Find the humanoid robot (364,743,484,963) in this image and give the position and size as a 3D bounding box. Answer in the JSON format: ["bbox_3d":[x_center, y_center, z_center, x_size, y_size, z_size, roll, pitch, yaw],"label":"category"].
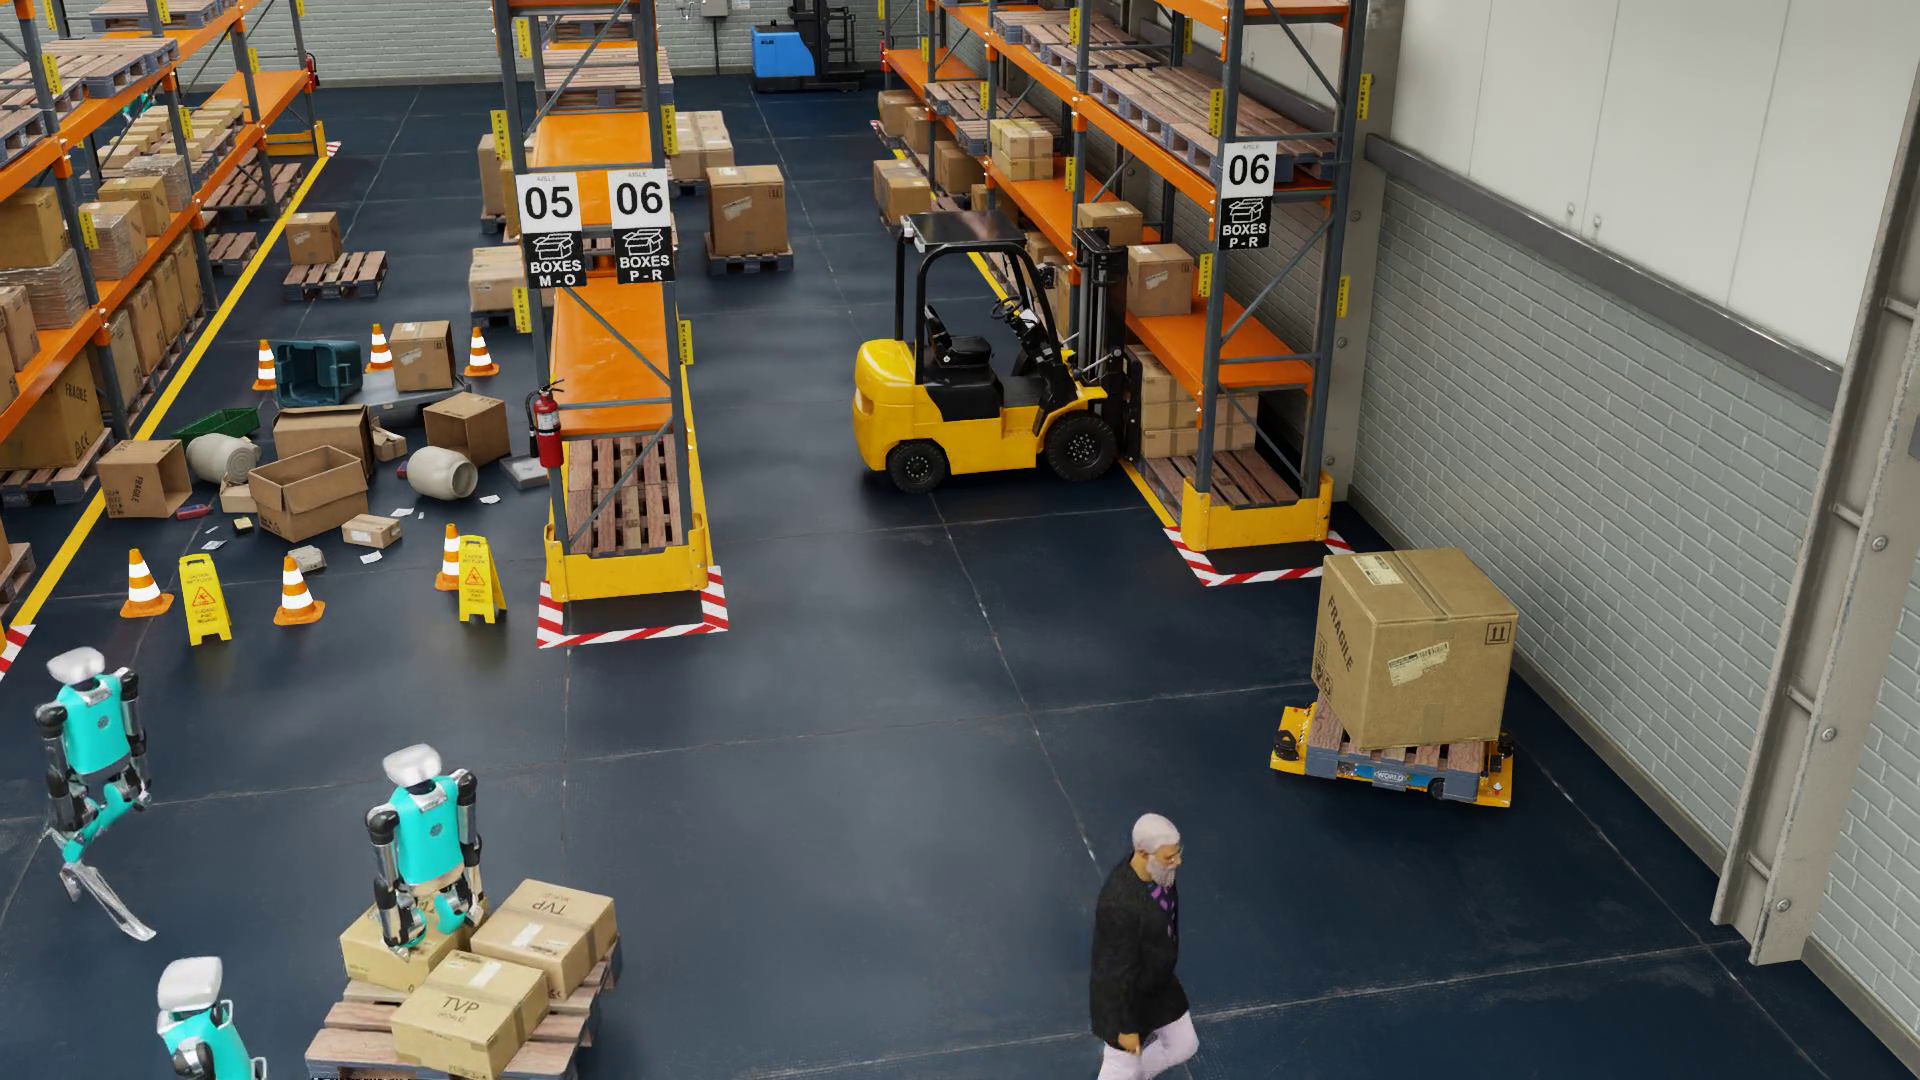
[{"bbox_3d":[-2.591,1.687,7.882,0.679,1.768,0.542,21,33,37],"label":"humanoid robot"}]

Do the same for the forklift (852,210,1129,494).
[{"bbox_3d":[0.216,-1.659,14.366,2.313,2.155,1.214,-5,26,-10],"label":"forklift"}]

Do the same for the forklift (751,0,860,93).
[{"bbox_3d":[-2.872,-9.679,30.288,1.873,2.768,1.129,-5,26,-10],"label":"forklift"}]

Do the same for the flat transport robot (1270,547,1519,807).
[{"bbox_3d":[2.709,1.312,10.398,1.431,0.231,0.659,8,27,16],"label":"flat transport robot"}]

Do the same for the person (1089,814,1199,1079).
[{"bbox_3d":[0.792,1.965,7.216,0.456,1.839,0.549,16,30,29],"label":"person"}]

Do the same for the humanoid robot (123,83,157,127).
[{"bbox_3d":[-12.800,-6.921,25.843,0.565,1.753,0.906,-23,34,-40],"label":"humanoid robot"}]

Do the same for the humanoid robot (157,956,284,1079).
[{"bbox_3d":[-2.600,2.363,6.563,0.774,1.818,0.541,-10,27,-19],"label":"humanoid robot"}]

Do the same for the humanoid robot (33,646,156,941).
[{"bbox_3d":[-4.668,1.305,8.759,0.922,1.797,0.541,14,29,26],"label":"humanoid robot"}]

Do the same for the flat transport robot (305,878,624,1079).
[{"bbox_3d":[-2.346,2.418,8.094,0.659,0.231,1.431,2,26,4],"label":"flat transport robot"}]
